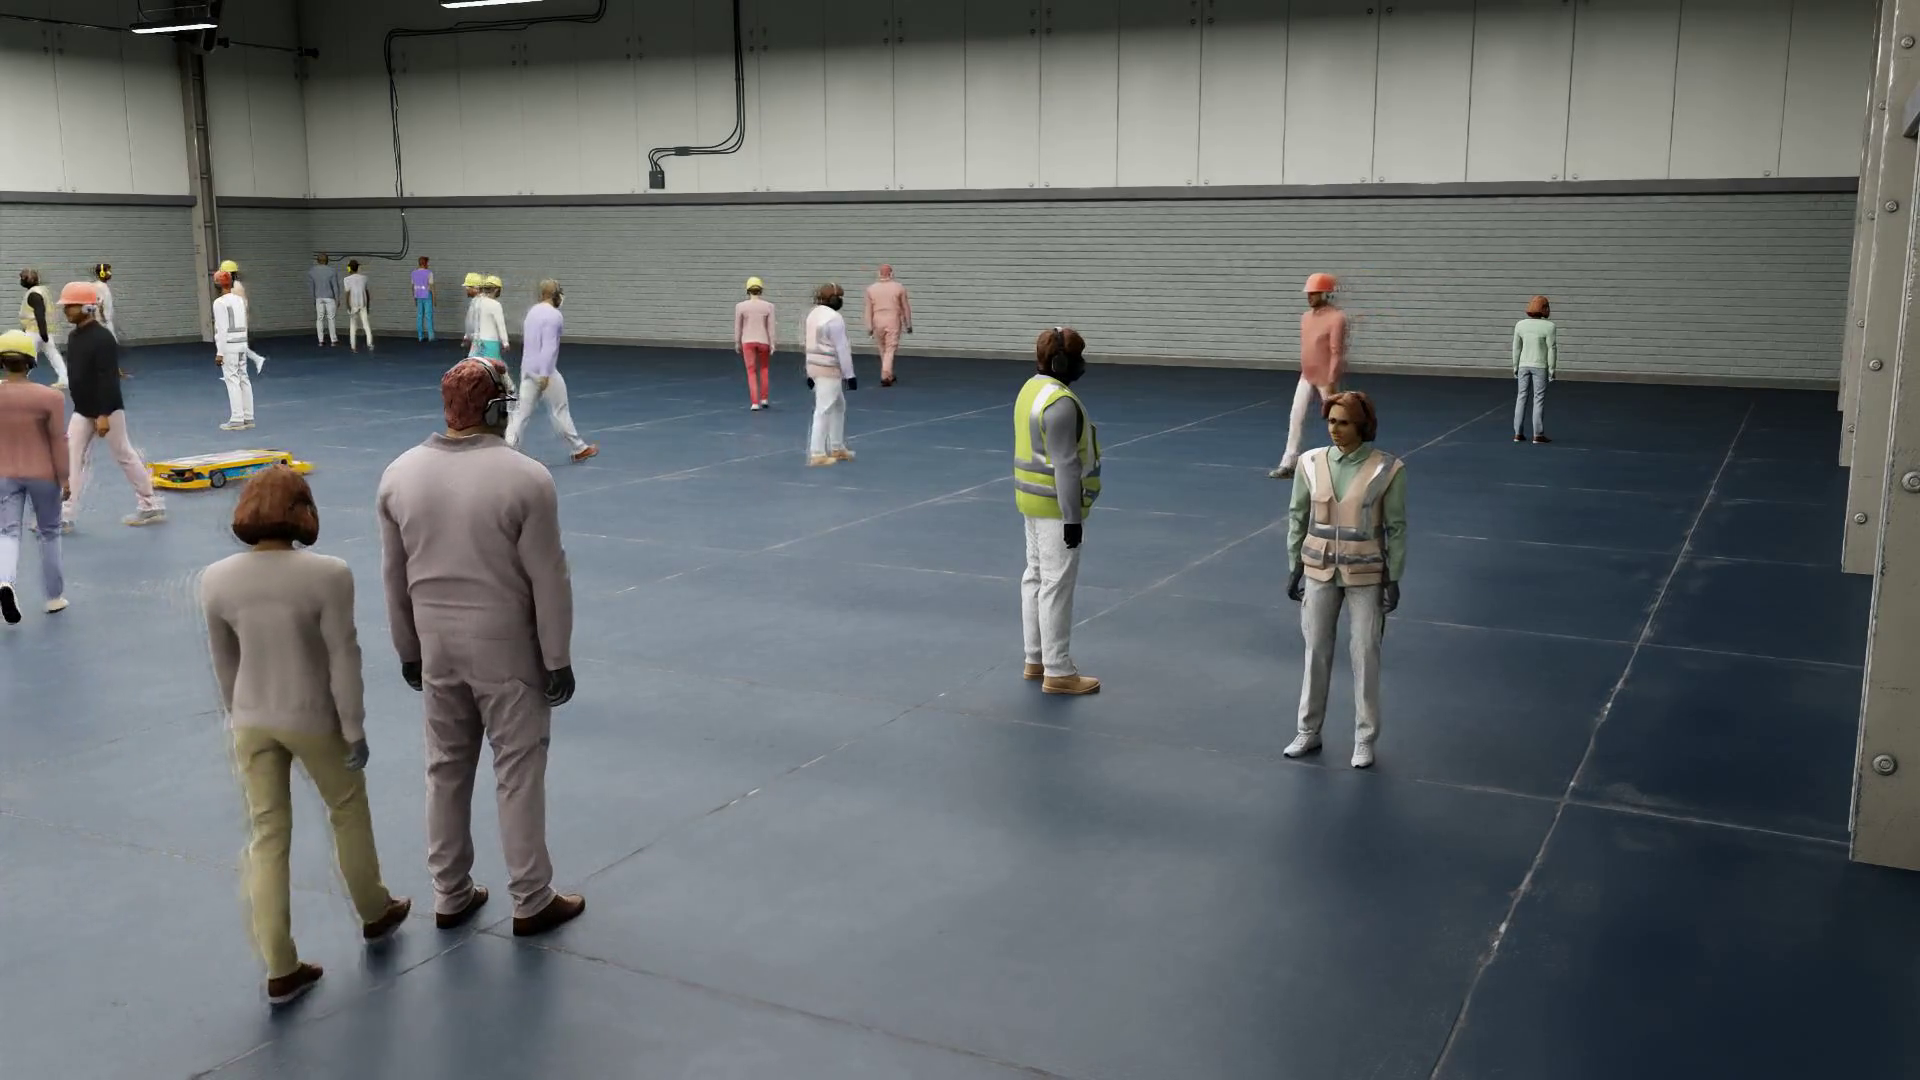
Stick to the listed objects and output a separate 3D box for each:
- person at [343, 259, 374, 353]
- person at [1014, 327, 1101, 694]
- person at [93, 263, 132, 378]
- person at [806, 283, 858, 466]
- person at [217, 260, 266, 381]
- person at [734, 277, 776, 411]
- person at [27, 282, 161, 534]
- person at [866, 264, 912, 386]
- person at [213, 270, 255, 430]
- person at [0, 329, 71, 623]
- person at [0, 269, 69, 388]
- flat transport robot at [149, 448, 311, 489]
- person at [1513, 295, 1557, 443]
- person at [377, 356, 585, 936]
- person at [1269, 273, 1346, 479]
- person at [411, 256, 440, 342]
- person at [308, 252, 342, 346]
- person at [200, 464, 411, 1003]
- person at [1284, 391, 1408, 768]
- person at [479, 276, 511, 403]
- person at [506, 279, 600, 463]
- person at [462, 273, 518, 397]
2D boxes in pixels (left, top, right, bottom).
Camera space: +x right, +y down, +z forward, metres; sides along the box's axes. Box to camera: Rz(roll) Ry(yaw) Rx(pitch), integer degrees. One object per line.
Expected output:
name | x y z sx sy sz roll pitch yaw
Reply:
person | -11.727 -4.556 32.476 0.528 1.834 0.927 -7 13 -35
person | 0.496 -0.152 8.416 0.429 1.844 0.625 -3 11 -15
person | -13.761 -3.516 26.719 0.601 1.856 0.542 -3 11 -18
person | -1.230 -1.657 16.679 0.723 1.817 0.641 -5 11 -24
person | -11.484 -3.497 26.474 0.668 1.908 0.605 -7 12 -32
person | -2.722 -2.596 22.004 0.532 1.740 0.723 -3 11 -14
person | -6.749 -1.024 12.913 0.637 1.940 1.014 7 12 33
person | -1.118 -3.299 25.543 0.654 1.866 0.988 3 11 18
person | -8.637 -2.247 19.725 0.337 1.881 0.583 1 10 7
person | -5.577 -0.371 9.881 0.523 1.749 0.727 -3 11 -16
person | -13.819 -3.126 24.776 0.968 1.791 0.630 -4 11 -21
flat transport robot | -6.886 -0.679 15.575 0.652 0.197 1.431 6 12 28
person | 6.385 -1.894 18.487 0.264 1.631 0.508 -9 14 -41
person | -1.557 0.352 5.495 0.651 1.906 0.401 3 11 15
person | 3.448 -1.556 15.797 1.009 1.950 0.630 -6 12 -28
person | -11.567 -5.188 35.890 0.563 1.837 0.388 4 11 19
person | -13.200 -5.002 34.602 0.632 1.939 0.368 1 10 4
person | -2.033 0.557 5.177 0.516 1.595 0.780 1 10 4
person | 1.670 0.170 7.220 0.520 1.636 0.312 6 12 31
person | -6.238 -2.671 22.421 0.533 1.740 0.615 -8 13 -37
person | -4.139 -1.655 16.578 1.058 1.858 0.659 -9 14 -42
person | -6.682 -2.832 23.229 0.967 1.783 0.598 -3 11 -15
